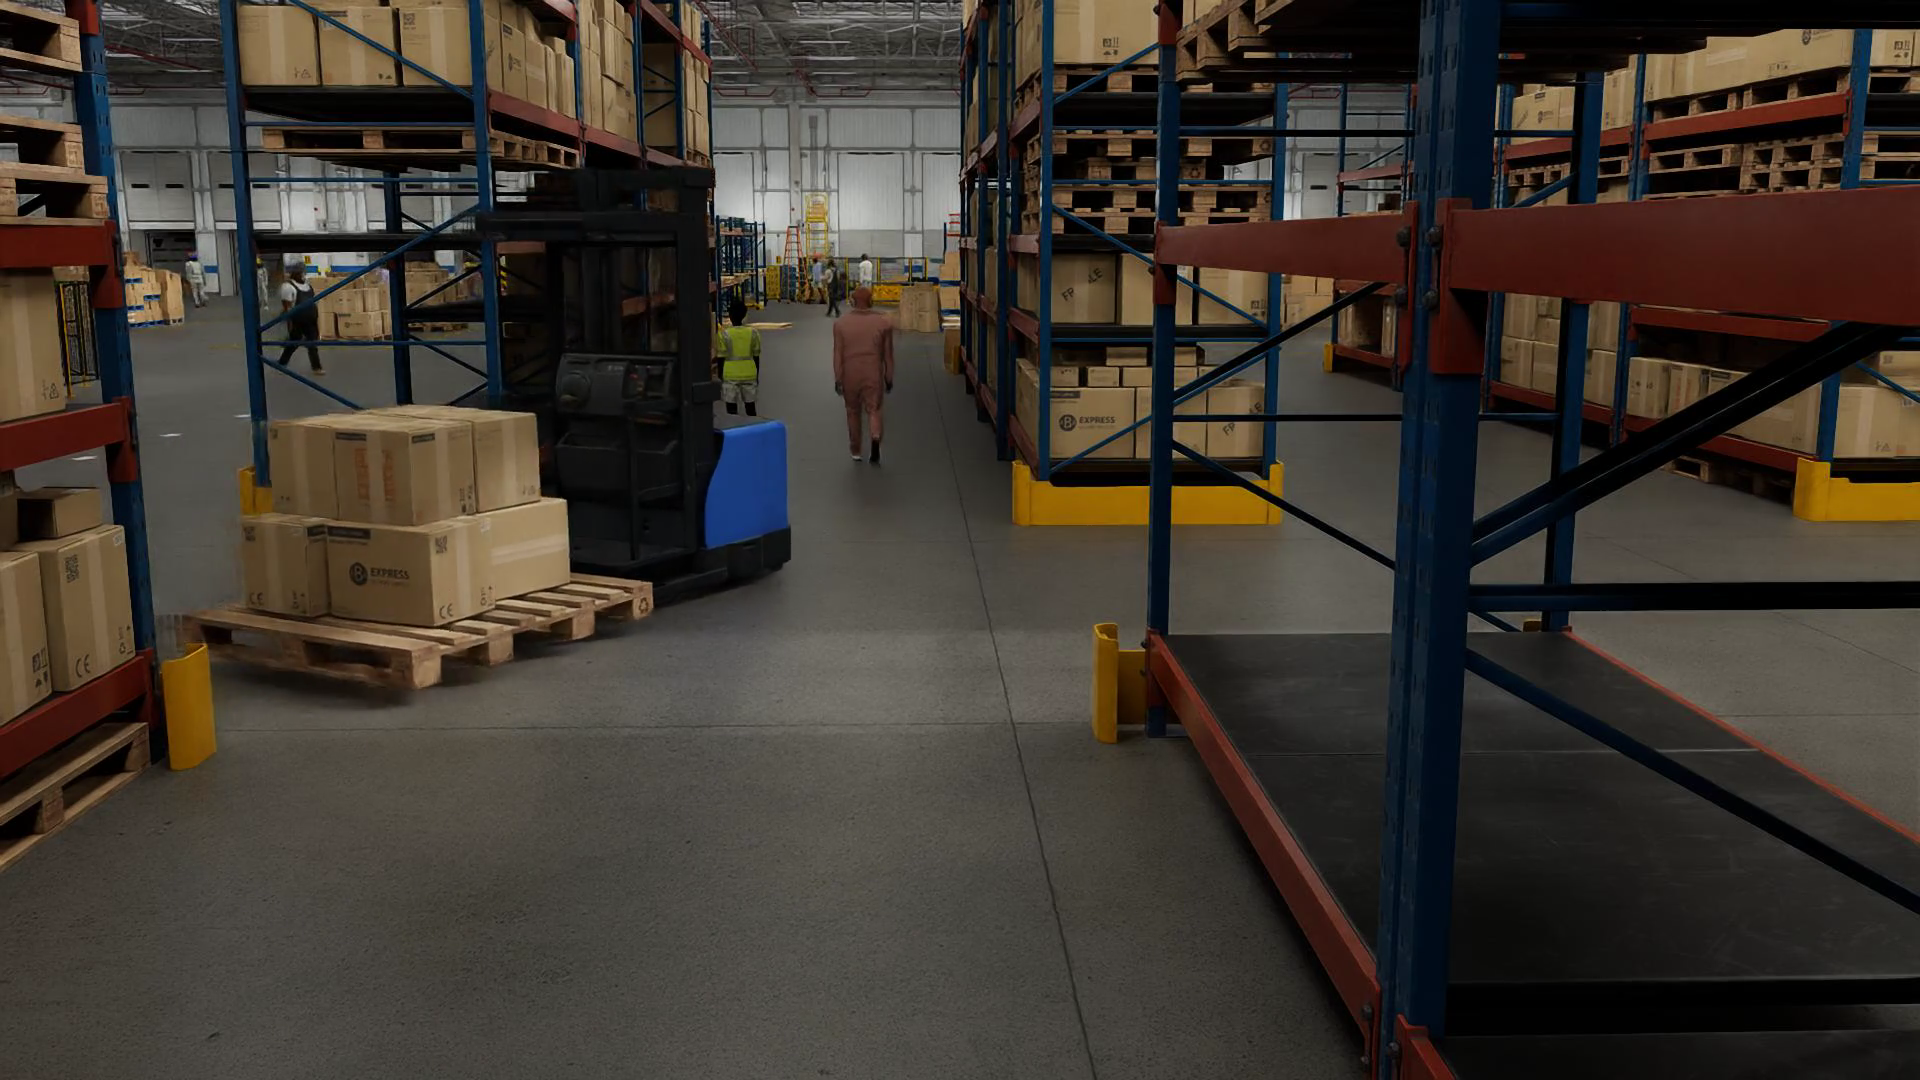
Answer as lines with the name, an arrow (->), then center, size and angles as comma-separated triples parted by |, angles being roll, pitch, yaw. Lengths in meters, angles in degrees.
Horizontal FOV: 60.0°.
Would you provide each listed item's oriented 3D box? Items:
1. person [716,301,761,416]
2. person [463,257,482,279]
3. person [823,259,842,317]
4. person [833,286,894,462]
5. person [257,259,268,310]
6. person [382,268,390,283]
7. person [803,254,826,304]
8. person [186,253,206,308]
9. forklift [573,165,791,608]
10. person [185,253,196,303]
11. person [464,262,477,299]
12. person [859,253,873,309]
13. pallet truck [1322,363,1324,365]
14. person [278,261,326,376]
person -> -2.447, -1.790, 18.392 | 0.535, 1.697, 0.318 | -6, 12, -30
person -> -16.893, -8.922, 57.772 | 0.677, 1.831, 0.514 | 5, 11, 27
person -> -3.922, -7.816, 51.663 | 0.877, 1.816, 0.513 | 10, 14, 44
person -> -1.017, -1.743, 17.609 | 0.650, 1.885, 0.747 | -1, 10, -8
person -> -24.185, -8.831, 57.484 | 0.494, 1.743, 0.309 | 2, 10, 11
person -> -16.448, -7.250, 48.279 | 0.911, 1.878, 0.627 | 7, 12, 34
person -> -5.415, -9.745, 62.178 | 0.896, 1.888, 0.557 | -7, 12, -34
person -> -27.133, -9.194, 59.012 | 0.611, 1.928, 0.582 | -10, 14, -44
forklift -> -2.073, -1.085, 11.162 | 1.129, 2.768, 1.873 | 5, 11, 27
person -> -29.609, -10.107, 64.132 | 0.883, 1.899, 0.567 | 9, 14, 42
person -> -14.994, -7.683, 51.144 | 0.904, 1.726, 0.518 | 0, 10, -1
person -> -3.288, -8.994, 57.859 | 0.369, 1.936, 0.630 | 7, 13, 36
pallet truck -> 7.712, -4.157, 30.737 | 1.885, 1.965, 0.823 | 3, 11, 16
person -> -11.575, -3.890, 29.128 | 0.836, 2.000, 0.688 | 5, 11, 26
